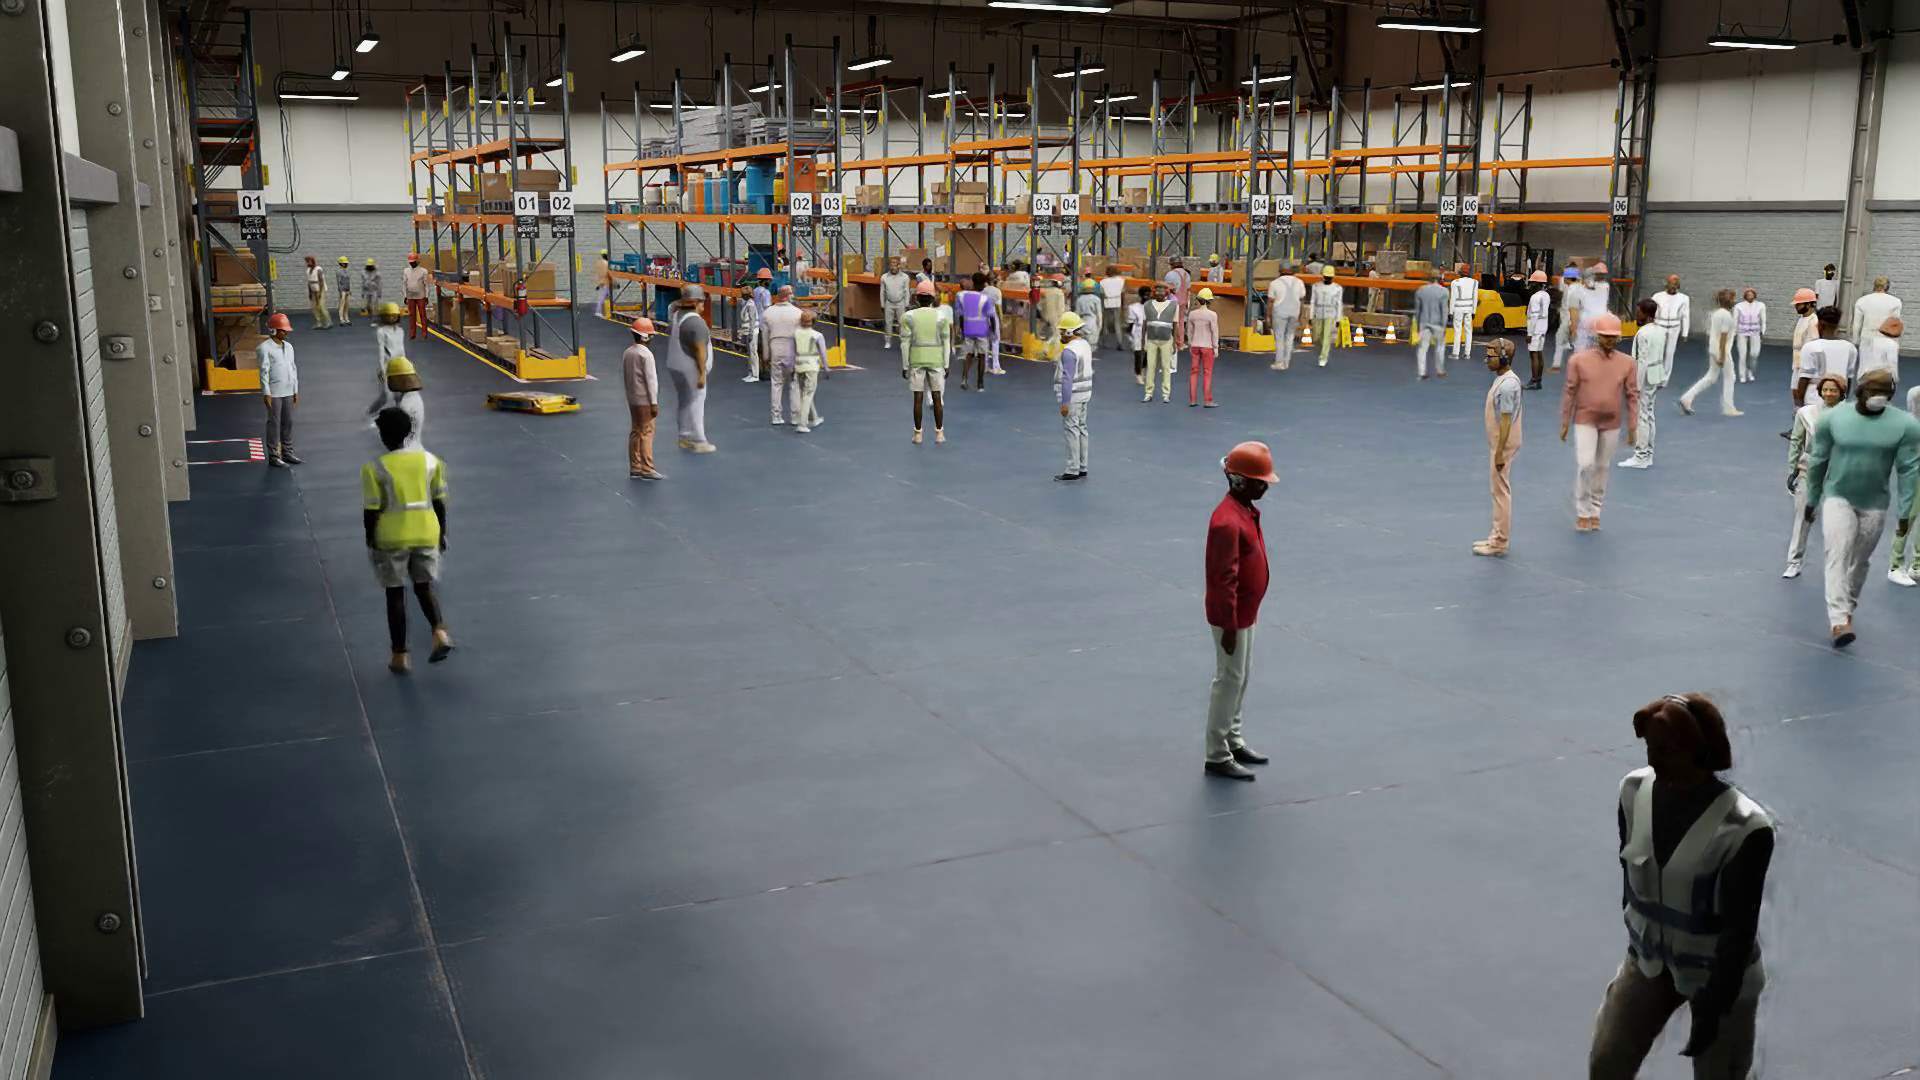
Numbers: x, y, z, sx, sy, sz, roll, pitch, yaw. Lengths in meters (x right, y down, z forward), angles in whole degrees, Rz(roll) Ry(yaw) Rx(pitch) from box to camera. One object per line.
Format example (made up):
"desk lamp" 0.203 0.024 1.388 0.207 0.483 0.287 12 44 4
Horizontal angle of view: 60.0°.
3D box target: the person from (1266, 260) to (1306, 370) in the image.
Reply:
"person" 5.996 -4.177 30.759 0.697 2.000 0.535 -2 11 -10

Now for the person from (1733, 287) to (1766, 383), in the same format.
"person" 13.383 -3.472 28.228 0.531 1.621 0.423 3 12 17

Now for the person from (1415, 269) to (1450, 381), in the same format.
"person" 8.202 -3.721 28.766 0.651 1.907 0.898 10 15 42

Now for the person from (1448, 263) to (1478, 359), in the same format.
"person" 9.947 -4.522 32.915 0.579 1.883 0.352 -2 11 -12

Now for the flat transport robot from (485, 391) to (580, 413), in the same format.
"flat transport robot" -6.281 -2.033 24.373 1.431 0.197 0.652 9 15 40

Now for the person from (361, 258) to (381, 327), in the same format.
"person" -14.976 -6.301 42.341 0.502 1.728 0.444 0 11 0

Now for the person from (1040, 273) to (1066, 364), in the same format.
"person" 1.840 -4.230 31.783 0.420 1.741 0.563 -5 12 -23

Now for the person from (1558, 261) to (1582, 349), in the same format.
"person" 13.062 -5.047 35.675 0.513 1.854 0.758 -2 11 -10

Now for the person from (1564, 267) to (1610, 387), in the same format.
"person" 10.425 -3.523 27.435 0.754 2.000 0.533 -2 11 -11

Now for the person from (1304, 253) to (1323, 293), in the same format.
"person" 9.489 -6.790 44.648 0.525 1.797 0.947 -3 12 -15

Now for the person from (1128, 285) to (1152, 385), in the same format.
"person" 3.062 -3.444 27.928 0.544 1.679 0.414 -2 11 -9

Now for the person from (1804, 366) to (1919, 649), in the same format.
"person" 5.988 -0.223 11.075 0.642 1.866 1.086 5 12 22

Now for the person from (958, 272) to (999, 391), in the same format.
"person" 0.302 -3.367 26.914 0.648 1.930 0.539 6 13 30

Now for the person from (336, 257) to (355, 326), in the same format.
"person" -15.714 -6.345 42.482 0.312 1.768 0.522 1 11 7

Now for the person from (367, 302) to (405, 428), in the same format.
"person" -7.485 -2.262 21.819 0.639 1.726 0.494 6 13 28

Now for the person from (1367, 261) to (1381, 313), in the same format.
"person" 10.903 -6.524 43.726 0.285 1.631 0.501 11 16 44

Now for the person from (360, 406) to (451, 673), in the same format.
"person" -3.445 0.006 10.406 0.557 1.671 0.474 -10 15 -42

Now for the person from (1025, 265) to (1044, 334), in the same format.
"person" 1.763 -5.726 39.507 0.534 1.699 0.318 5 12 25

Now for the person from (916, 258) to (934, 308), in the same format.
"person" -0.725 -5.031 35.411 0.383 1.918 0.597 6 13 27

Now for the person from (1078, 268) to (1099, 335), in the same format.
"person" 2.744 -5.046 36.056 0.575 1.690 0.906 -4 12 -18

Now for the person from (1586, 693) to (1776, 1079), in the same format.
"person" 1.942 1.200 4.527 0.637 1.613 0.519 -6 13 -28

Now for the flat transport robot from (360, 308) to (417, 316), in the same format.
"flat transport robot" -15.953 -6.377 46.453 1.431 0.197 0.652 3 12 15

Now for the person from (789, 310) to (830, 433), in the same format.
"person" -1.978 -2.235 22.019 0.525 1.593 0.831 7 13 32

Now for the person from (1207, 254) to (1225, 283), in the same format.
"person" 6.612 -6.503 43.143 0.404 1.824 0.597 -5 12 -23

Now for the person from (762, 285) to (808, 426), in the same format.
"person" -2.350 -2.504 22.600 0.650 1.906 0.403 4 12 20

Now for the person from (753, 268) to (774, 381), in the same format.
"person" -3.370 -3.707 28.634 0.379 1.937 0.547 -7 13 -33

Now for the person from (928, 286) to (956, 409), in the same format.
"person" -0.333 -2.859 24.652 0.520 1.816 0.976 -1 11 -5

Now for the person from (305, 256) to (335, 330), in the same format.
"person" -15.854 -6.103 41.102 0.705 1.822 0.518 9 14 38

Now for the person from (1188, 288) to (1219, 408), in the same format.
"person" 3.617 -2.846 24.696 0.522 1.769 0.311 10 15 41

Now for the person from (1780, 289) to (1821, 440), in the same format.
"person" 10.731 -2.234 21.200 0.389 1.923 0.549 1 11 7

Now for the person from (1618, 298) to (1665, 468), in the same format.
"person" 7.776 -1.778 18.880 0.378 1.916 0.598 9 14 38

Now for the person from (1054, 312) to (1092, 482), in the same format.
"person" 1.207 -1.535 17.894 0.404 1.825 0.595 5 12 23

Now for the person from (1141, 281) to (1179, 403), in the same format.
"person" 3.042 -3.012 25.333 0.567 1.846 0.389 3 11 14

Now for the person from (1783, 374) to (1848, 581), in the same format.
"person" 6.766 -0.487 13.028 0.523 1.638 0.310 7 13 31

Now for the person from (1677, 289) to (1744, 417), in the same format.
"person" 10.709 -2.649 23.575 0.843 1.822 0.515 1 11 5

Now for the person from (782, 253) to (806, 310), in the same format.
"person" -4.010 -5.954 39.991 0.653 1.955 0.938 -2 11 -12

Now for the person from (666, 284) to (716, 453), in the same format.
"person" -3.244 -2.083 20.115 0.541 2.000 0.740 -11 15 -43
